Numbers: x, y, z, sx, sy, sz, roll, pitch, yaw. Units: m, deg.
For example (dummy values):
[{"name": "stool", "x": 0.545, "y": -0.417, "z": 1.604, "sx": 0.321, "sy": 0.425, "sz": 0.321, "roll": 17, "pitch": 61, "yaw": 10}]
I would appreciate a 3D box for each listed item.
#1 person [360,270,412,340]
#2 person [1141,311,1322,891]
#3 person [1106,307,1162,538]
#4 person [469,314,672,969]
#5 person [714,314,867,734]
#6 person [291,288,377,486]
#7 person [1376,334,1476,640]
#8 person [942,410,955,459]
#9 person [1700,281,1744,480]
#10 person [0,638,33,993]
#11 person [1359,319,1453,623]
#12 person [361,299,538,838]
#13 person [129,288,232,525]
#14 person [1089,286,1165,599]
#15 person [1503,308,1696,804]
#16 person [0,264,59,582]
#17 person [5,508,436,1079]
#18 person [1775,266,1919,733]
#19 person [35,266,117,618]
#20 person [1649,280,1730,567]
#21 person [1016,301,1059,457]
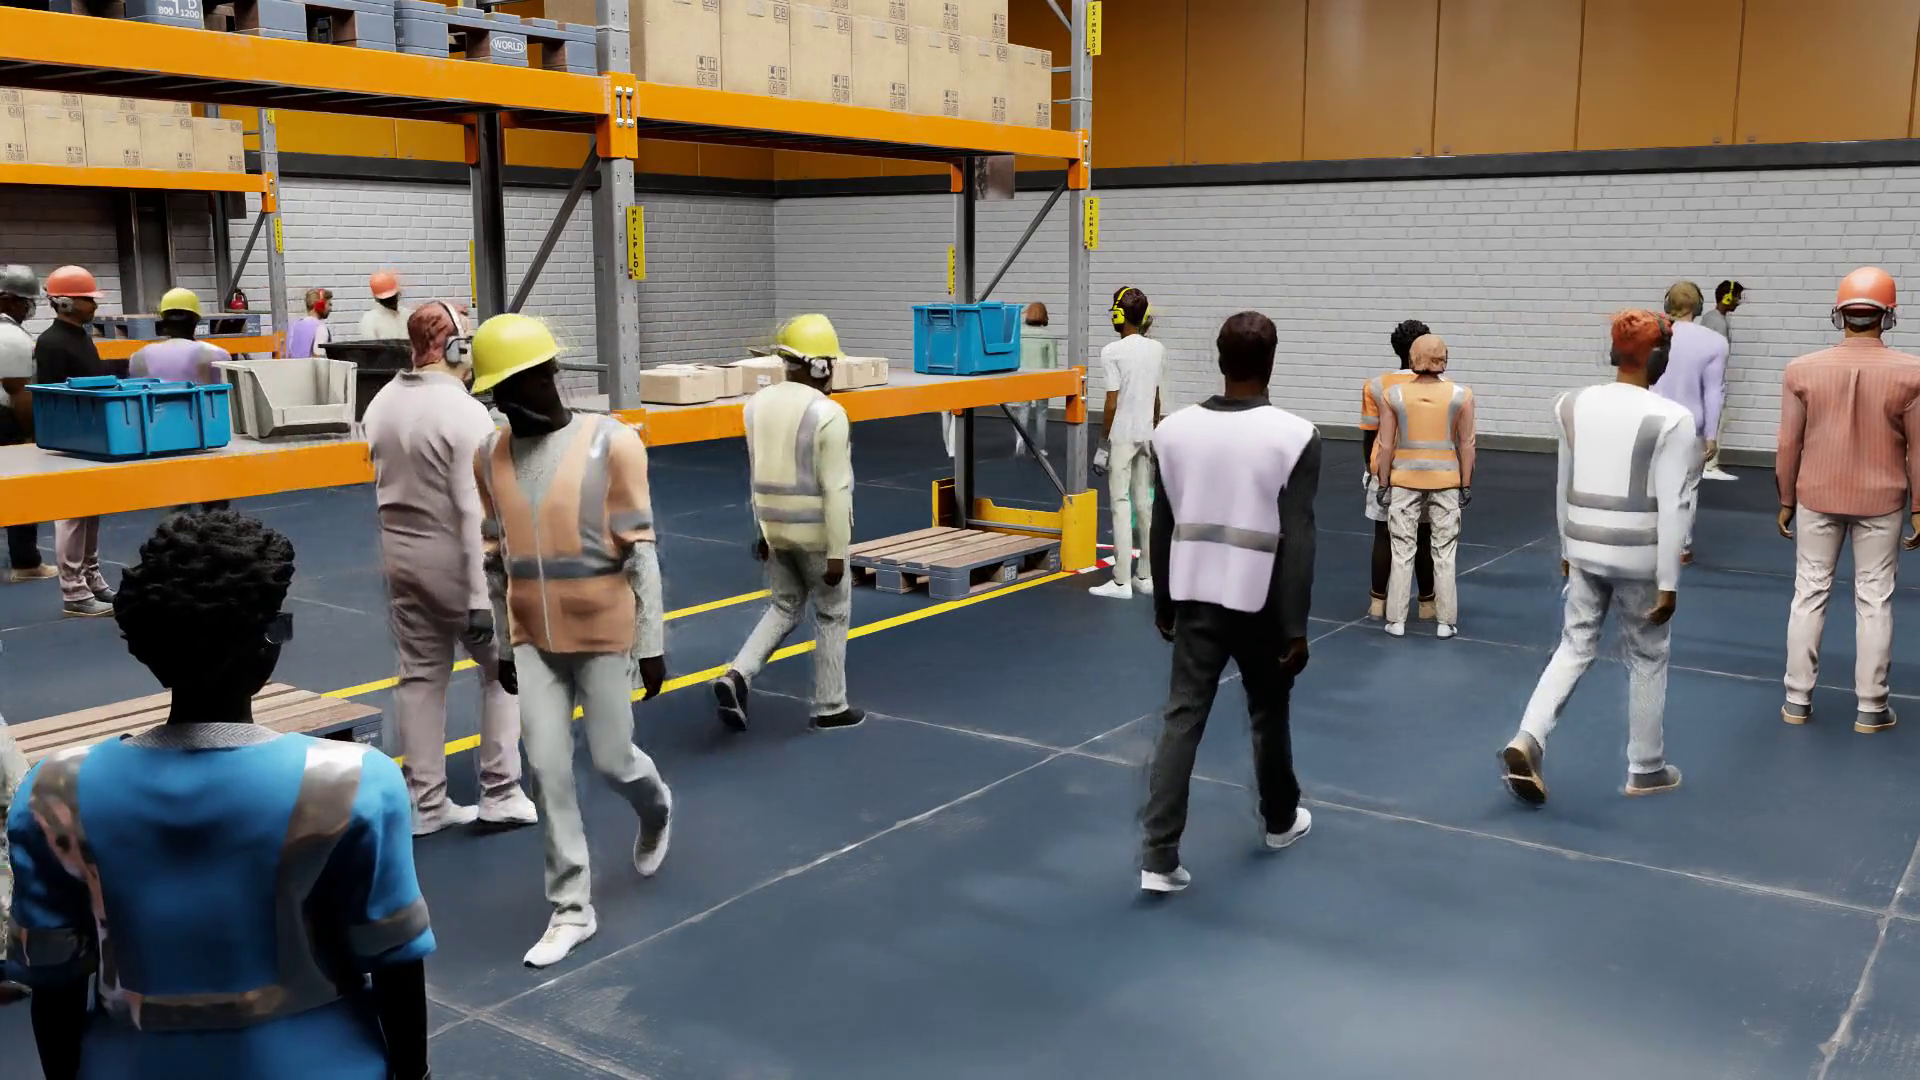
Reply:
[{"name": "person", "x": -4.842, "y": -1.343, "z": 14.349, "sx": 0.426, "sy": 1.946, "sz": 0.801, "roll": 3, "pitch": 10, "yaw": 17}, {"name": "person", "x": 0.875, "y": 0.190, "z": 5.448, "sx": 0.615, "sy": 1.869, "sz": 1.020, "roll": 6, "pitch": 11, "yaw": 33}, {"name": "person", "x": 1.313, "y": -0.847, "z": 11.960, "sx": 0.529, "sy": 1.749, "sz": 0.641, "roll": -9, "pitch": 13, "yaw": -43}, {"name": "person", "x": -1.131, "y": 0.256, "z": 4.997, "sx": 0.641, "sy": 1.874, "sz": 0.762, "roll": 3, "pitch": 10, "yaw": 16}, {"name": "person", "x": -0.696, "y": -0.038, "z": 6.959, "sx": 0.596, "sy": 1.808, "sz": 0.662, "roll": 8, "pitch": 12, "yaw": 39}, {"name": "person", "x": -5.751, "y": -1.330, "z": 14.724, "sx": 0.575, "sy": 1.794, "sz": 0.968, "roll": 9, "pitch": 13, "yaw": 44}, {"name": "person", "x": 2.480, "y": -0.277, "z": 8.888, "sx": 0.514, "sy": 1.639, "sz": 0.310, "roll": 2, "pitch": 10, "yaw": 14}, {"name": "person", "x": -0.067, "y": -1.636, "z": 17.126, "sx": 0.508, "sy": 1.590, "sz": 0.839, "roll": 2, "pitch": 10, "yaw": 11}, {"name": "person", "x": 6.978, "y": -1.497, "z": 15.590, "sx": 0.532, "sy": 1.837, "sz": 0.761, "roll": 1, "pitch": 10, "yaw": 5}, {"name": "person", "x": -2.718, "y": 0.376, "z": 4.459, "sx": 0.616, "sy": 1.810, "sz": 0.611, "roll": 6, "pitch": 11, "yaw": 30}, {"name": "person", "x": 2.503, "y": -0.379, "z": 9.310, "sx": 0.536, "sy": 1.699, "sz": 0.318, "roll": 3, "pitch": 10, "yaw": 19}, {"name": "person", "x": -1.756, "y": 0.105, "z": 5.870, "sx": 0.676, "sy": 1.894, "sz": 0.535, "roll": 6, "pitch": 11, "yaw": 33}, {"name": "person", "x": -4.438, "y": -0.520, "z": 9.676, "sx": 0.668, "sy": 1.860, "sz": 0.956, "roll": -1, "pitch": 10, "yaw": -7}, {"name": "person", "x": 1.003, "y": -0.582, "z": 10.014, "sx": 0.512, "sy": 1.872, "sz": 0.328, "roll": -9, "pitch": 13, "yaw": -42}, {"name": "person", "x": 2.394, "y": 0.077, "z": 6.146, "sx": 0.822, "sy": 1.861, "sz": 0.584, "roll": -7, "pitch": 12, "yaw": -37}, {"name": "person", "x": -5.949, "y": -0.736, "z": 10.425, "sx": 0.719, "sy": 2.000, "sz": 0.607, "roll": 9, "pitch": 13, "yaw": 42}, {"name": "person", "x": -0.983, "y": 0.800, "z": 2.294, "sx": 0.542, "sy": 1.697, "sz": 0.316, "roll": -1, "pitch": 10, "yaw": -5}, {"name": "person", "x": 3.838, "y": -0.166, "z": 7.161, "sx": 0.612, "sy": 1.997, "sz": 0.376, "roll": 7, "pitch": 12, "yaw": 35}, {"name": "person", "x": -5.022, "y": -0.560, "z": 9.510, "sx": 0.388, "sy": 1.992, "sz": 0.622, "roll": -2, "pitch": 10, "yaw": -11}, {"name": "person", "x": 4.582, "y": -0.721, "z": 10.749, "sx": 0.638, "sy": 1.911, "sz": 0.925, "roll": 7, "pitch": 12, "yaw": 37}, {"name": "person", "x": 0.744, "y": -1.628, "z": 16.989, "sx": 0.521, "sy": 1.615, "sz": 0.600, "roll": 3, "pitch": 10, "yaw": 19}]
